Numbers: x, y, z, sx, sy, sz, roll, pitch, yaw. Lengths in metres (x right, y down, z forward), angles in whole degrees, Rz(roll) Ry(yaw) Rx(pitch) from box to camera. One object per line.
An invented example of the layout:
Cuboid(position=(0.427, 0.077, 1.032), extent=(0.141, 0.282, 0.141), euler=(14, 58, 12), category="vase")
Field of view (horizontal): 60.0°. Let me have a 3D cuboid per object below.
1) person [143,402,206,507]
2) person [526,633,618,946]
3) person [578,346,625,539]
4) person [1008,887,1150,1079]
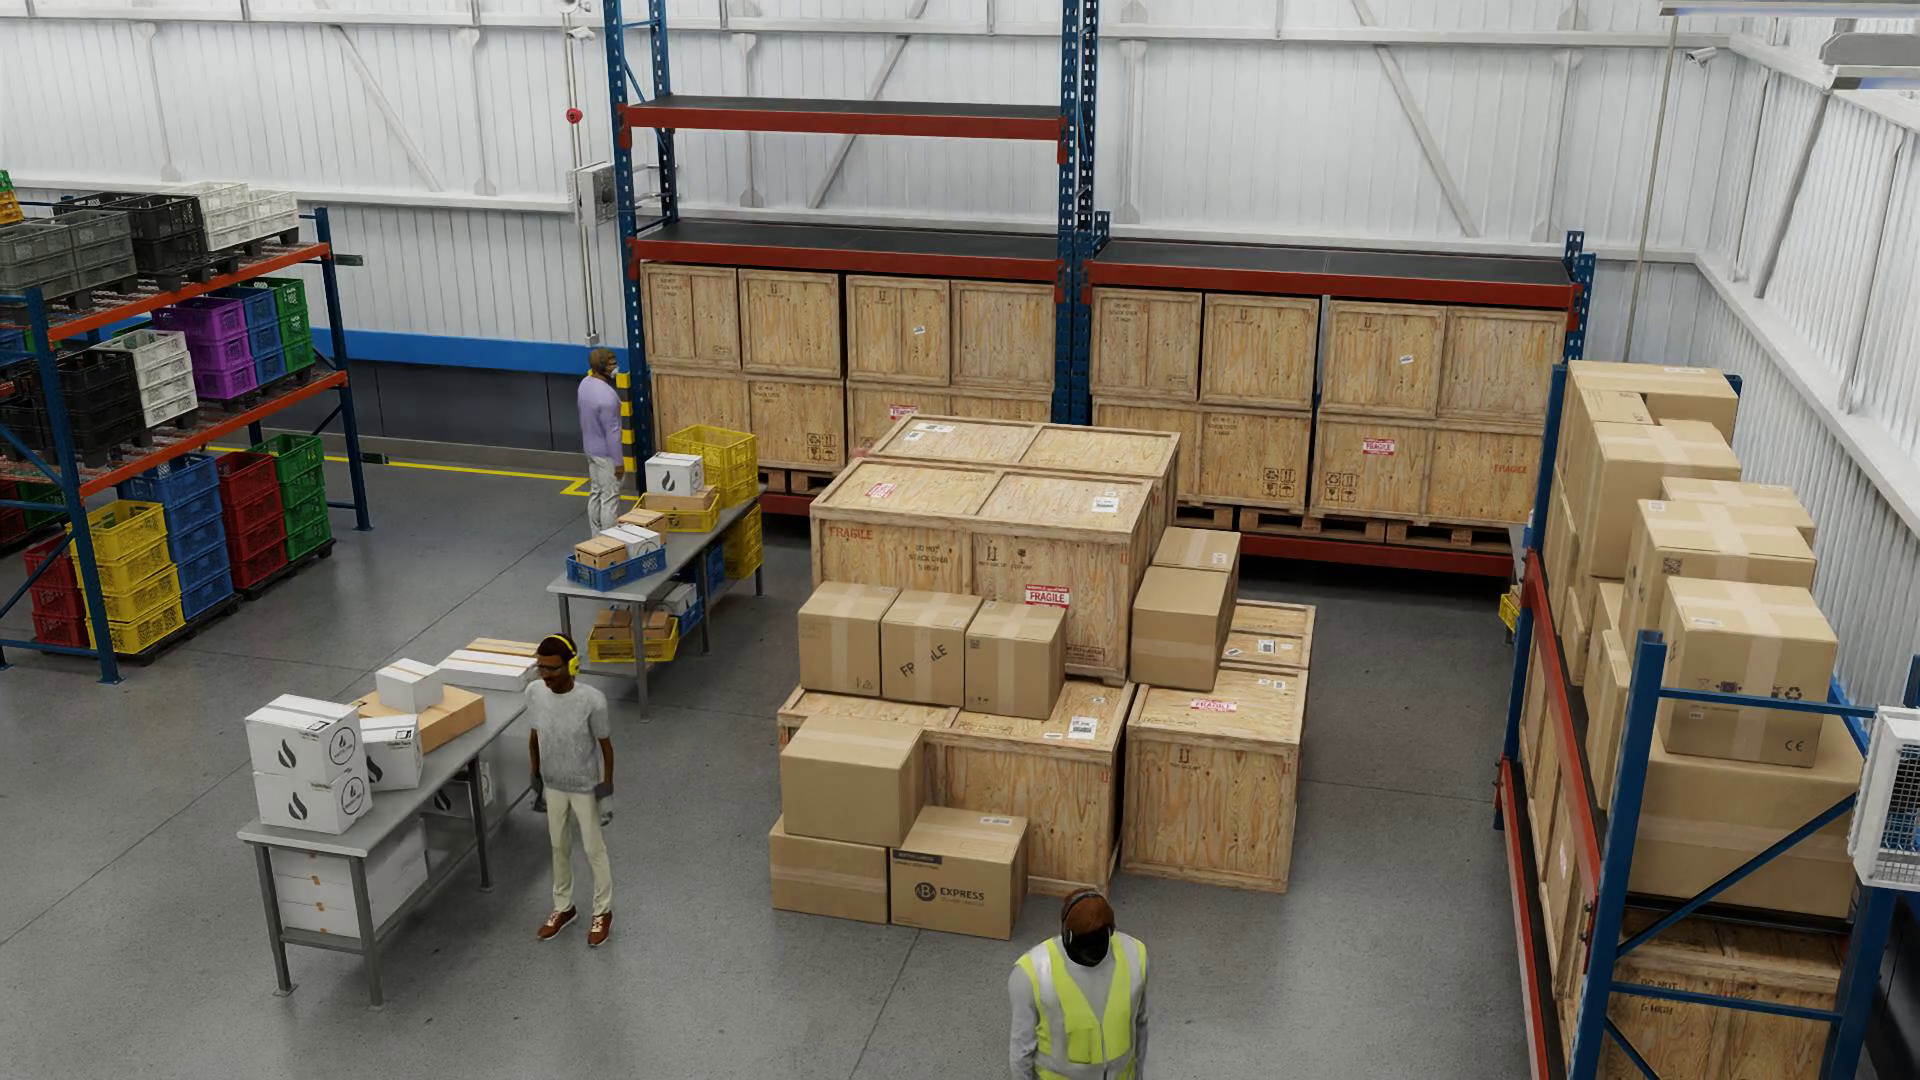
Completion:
Cuboid(position=(-7.158, -0.902, 15.148), extent=(0.567, 1.877, 0.350), euler=(-14, 25, -33), category="person")
Cuboid(position=(-2.147, 1.374, 9.189), extent=(0.521, 1.873, 0.335), euler=(6, 22, 15), category="person")
Cuboid(position=(-3.131, -0.756, 14.669), extent=(0.350, 1.935, 0.634), euler=(-14, 25, -32), category="person")
Cuboid(position=(0.509, 2.262, 6.906), extent=(0.625, 1.844, 0.429), euler=(-8, 22, -19), category="person")
